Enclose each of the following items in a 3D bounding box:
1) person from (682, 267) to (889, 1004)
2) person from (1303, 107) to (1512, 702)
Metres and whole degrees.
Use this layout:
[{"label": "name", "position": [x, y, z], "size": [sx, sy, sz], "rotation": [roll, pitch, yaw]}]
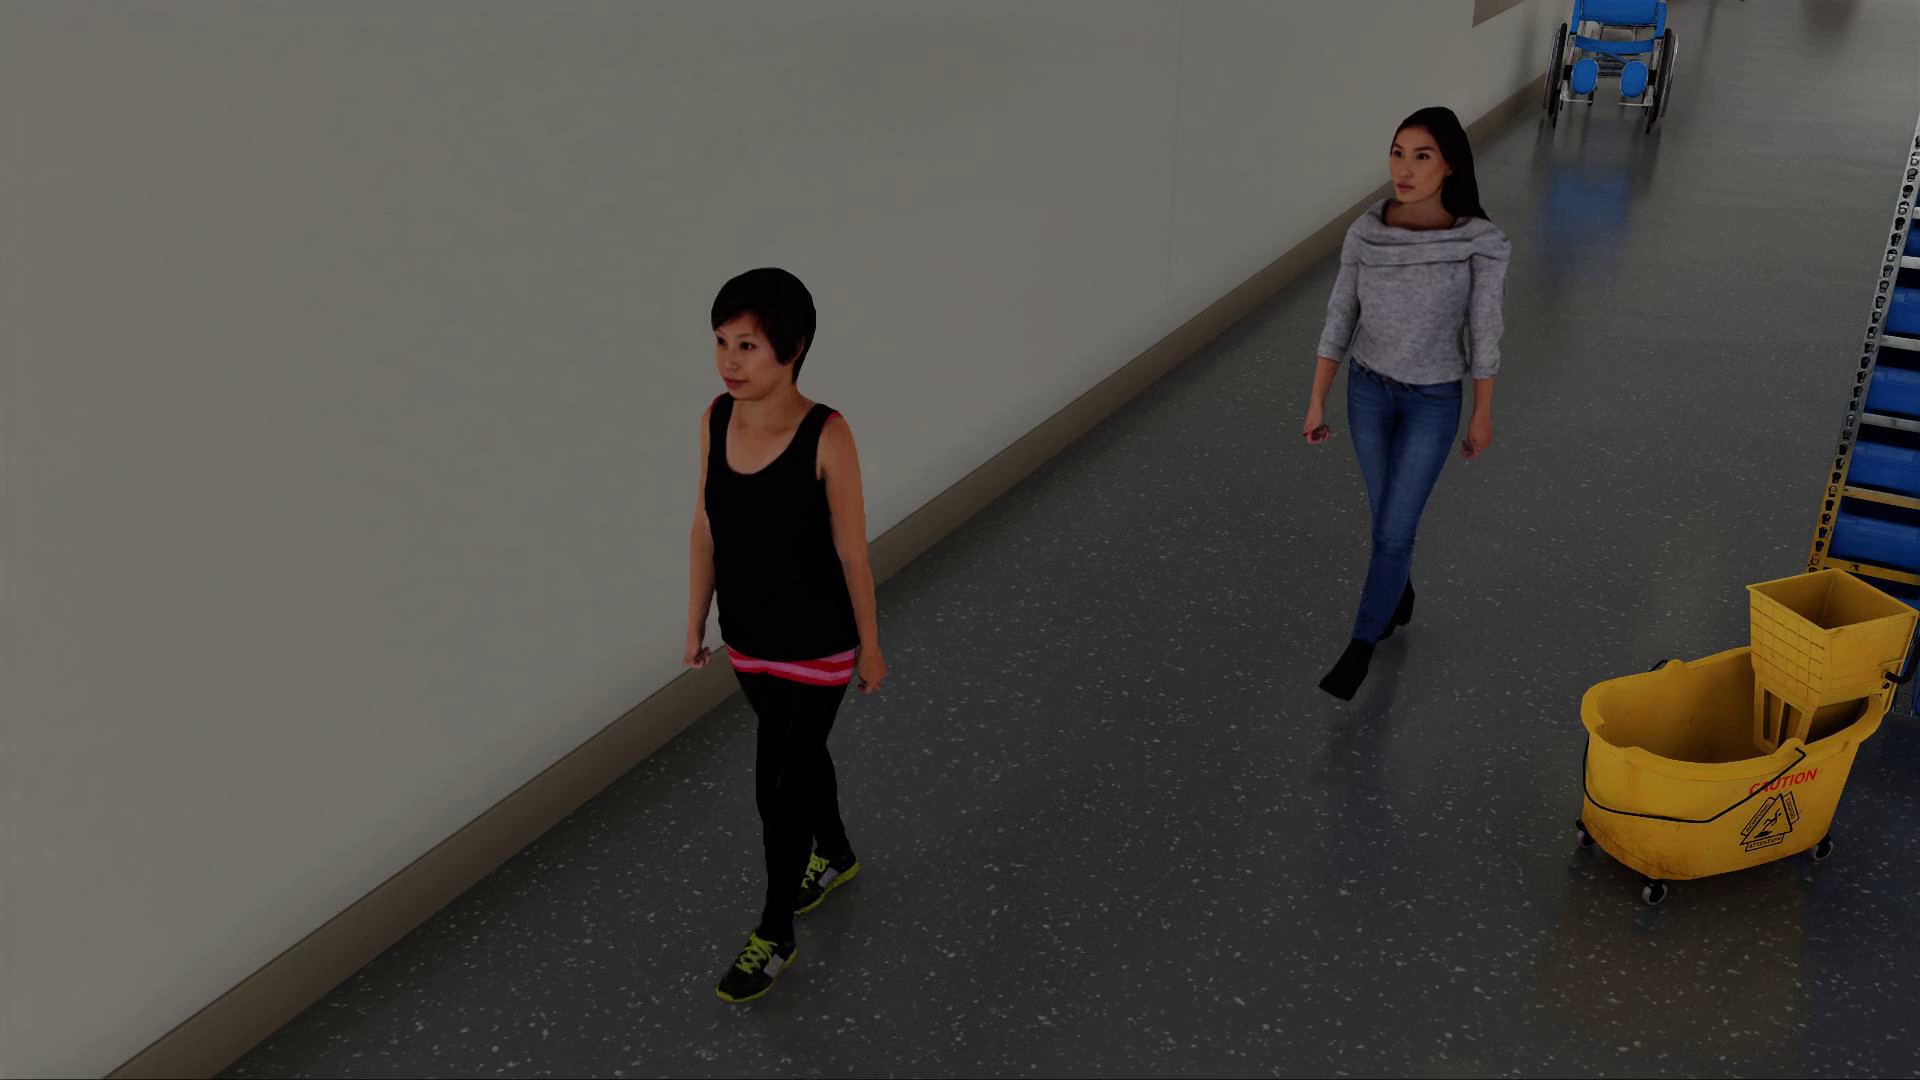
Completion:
[{"label": "person", "position": [-0.318, 0.161, 3.564], "size": [0.762, 1.532, 0.691], "rotation": [19, 31, 33]}, {"label": "person", "position": [1.269, -0.387, 4.627], "size": [0.966, 1.595, 0.803], "rotation": [20, 32, 35]}]
